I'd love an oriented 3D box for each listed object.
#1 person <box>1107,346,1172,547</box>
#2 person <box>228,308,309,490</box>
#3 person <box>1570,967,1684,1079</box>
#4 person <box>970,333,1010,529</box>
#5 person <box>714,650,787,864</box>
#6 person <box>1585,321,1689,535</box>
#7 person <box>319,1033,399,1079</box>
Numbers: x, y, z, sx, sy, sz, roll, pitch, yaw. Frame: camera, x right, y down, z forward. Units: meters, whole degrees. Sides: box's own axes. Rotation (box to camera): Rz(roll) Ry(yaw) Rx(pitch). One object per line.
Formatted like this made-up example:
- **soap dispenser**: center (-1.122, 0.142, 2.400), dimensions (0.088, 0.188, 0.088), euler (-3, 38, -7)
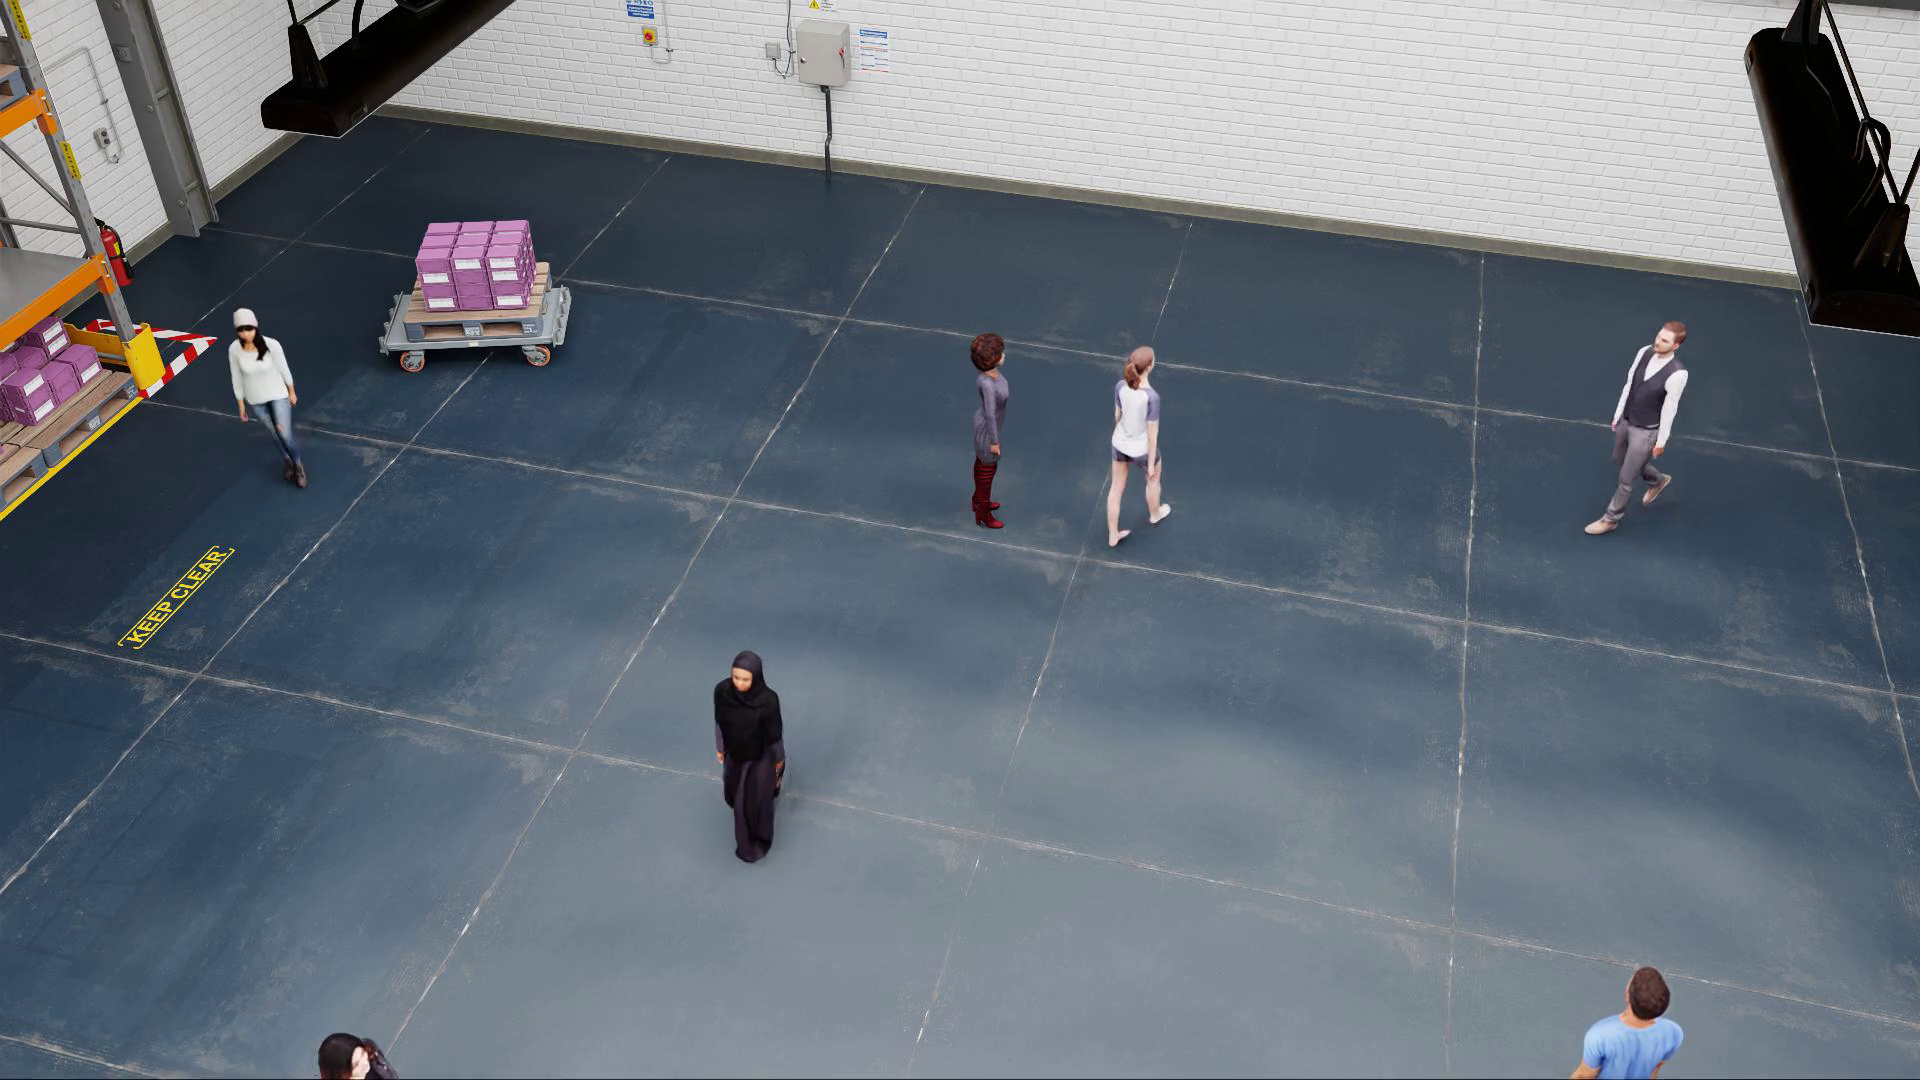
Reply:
- **person**: center (1.295, -0.671, 12.849), dimensions (0.811, 1.745, 1.002), euler (25, 45, 28)
- **person**: center (-5.666, -1.210, 13.613), dimensions (0.701, 1.633, 0.749), euler (-5, 39, -6)
- **person**: center (3.269, 2.820, 8.384), dimensions (0.728, 1.862, 0.694), euler (-4, 39, -4)
- **person**: center (0.219, -0.867, 13.122), dimensions (0.706, 1.711, 0.555), euler (-2, 39, -2)
- **person**: center (-1.295, 1.277, 10.529), dimensions (0.677, 1.596, 0.972), euler (15, 41, 17)
- **person**: center (5.407, -0.902, 13.003), dimensions (1.023, 1.915, 1.061), euler (-11, 40, -13)
- **person**: center (-2.994, 2.984, 8.375), dimensions (0.783, 1.616, 0.855), euler (4, 39, 5)
